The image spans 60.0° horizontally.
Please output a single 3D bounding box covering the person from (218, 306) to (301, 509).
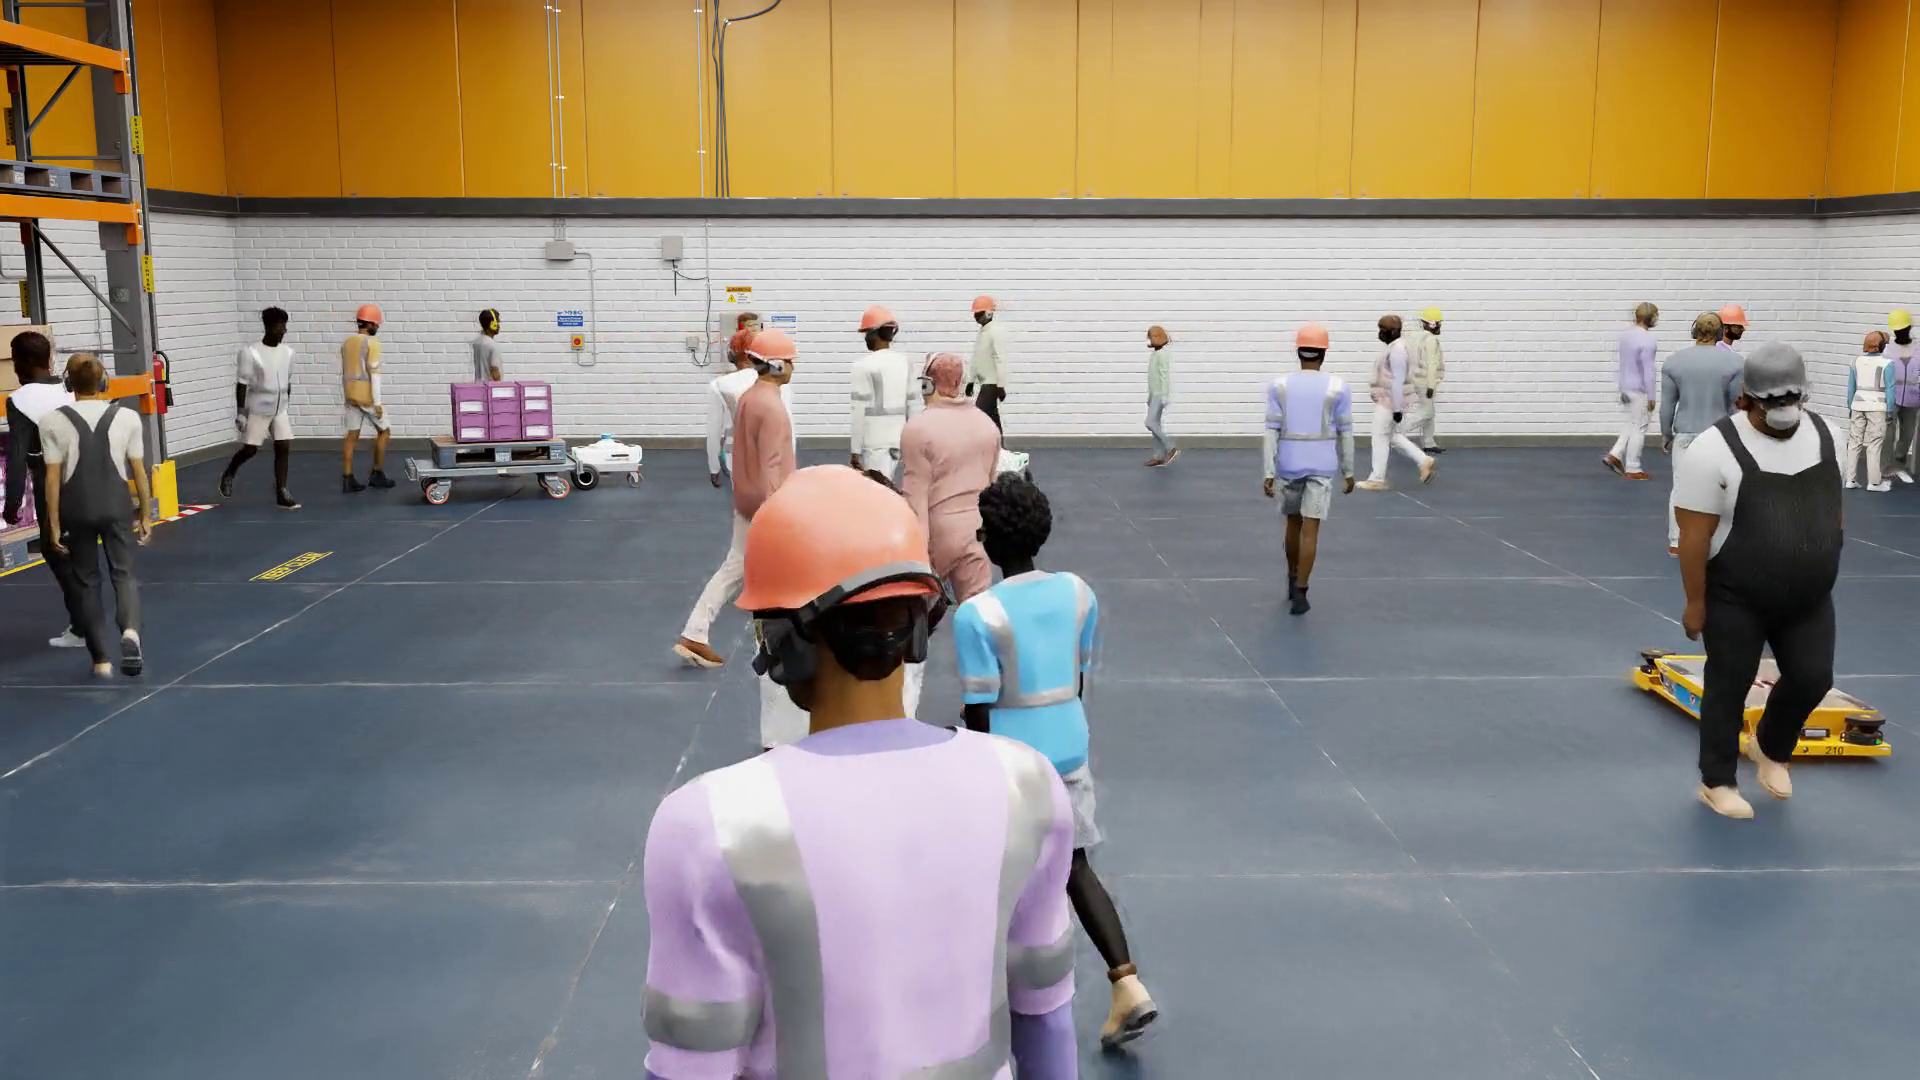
[{"bbox_3d":[-6.665,-1.258,15.783,0.851,1.927,0.632,6,11,30],"label":"person"}]

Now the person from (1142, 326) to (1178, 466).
[{"bbox_3d":[2.237,-1.635,19.004,0.348,1.619,0.535,-1,9,-7],"label":"person"}]

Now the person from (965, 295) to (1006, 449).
[{"bbox_3d":[0.261,-1.764,18.756,0.646,1.971,0.642,-2,10,-14],"label":"person"}]

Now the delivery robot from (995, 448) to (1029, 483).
[{"bbox_3d":[0.317,-0.764,16.656,0.707,0.478,0.477,2,9,15],"label":"delivery robot"}]

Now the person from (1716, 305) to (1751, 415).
[{"bbox_3d":[7.023,-1.192,15.331,0.378,1.938,0.547,6,11,31],"label":"person"}]

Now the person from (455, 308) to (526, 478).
[{"bbox_3d":[-5.102,-1.557,17.888,0.734,1.843,0.527,-9,13,-44],"label":"person"}]

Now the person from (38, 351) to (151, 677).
[{"bbox_3d":[-4.693,-0.113,9.081,0.508,1.828,0.659,-6,11,-34],"label":"person"}]

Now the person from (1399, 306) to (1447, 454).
[{"bbox_3d":[5.608,-1.934,20.262,0.683,1.816,0.601,0,9,1],"label":"person"}]

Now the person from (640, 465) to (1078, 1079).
[{"bbox_3d":[-0.074,0.917,2.176,0.626,2.016,0.698,-6,11,-31],"label":"person"}]

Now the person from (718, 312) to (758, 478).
[{"bbox_3d":[-2.293,-1.521,17.708,0.838,1.820,0.570,4,10,26],"label":"person"}]

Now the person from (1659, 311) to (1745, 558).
[{"bbox_3d":[5.771,-0.804,12.954,0.627,1.940,0.371,6,11,33],"label":"person"}]

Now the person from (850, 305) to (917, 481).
[{"bbox_3d":[-0.509,-0.734,12.354,0.948,2.009,0.622,8,12,41],"label":"person"}]

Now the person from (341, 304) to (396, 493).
[{"bbox_3d":[-6.055,-1.444,16.972,0.696,1.898,0.735,5,11,30],"label":"person"}]

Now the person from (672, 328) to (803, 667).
[{"bbox_3d":[-1.166,-0.232,9.461,1.043,1.947,0.630,-5,10,-27],"label":"person"}]

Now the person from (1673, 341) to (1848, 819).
[{"bbox_3d":[3.247,0.158,6.744,0.720,2.000,0.633,0,9,-3],"label":"person"}]

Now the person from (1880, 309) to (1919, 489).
[{"bbox_3d":[9.754,-1.474,17.313,0.627,1.869,0.857,3,10,16],"label":"person"}]

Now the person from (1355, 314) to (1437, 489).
[{"bbox_3d":[4.472,-1.394,16.969,0.719,1.814,0.643,3,10,17],"label":"person"}]

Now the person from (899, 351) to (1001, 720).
[{"bbox_3d":[-0.103,-0.021,8.416,0.663,1.849,1.008,-8,12,-39],"label":"person"}]

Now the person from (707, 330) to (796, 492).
[{"bbox_3d":[-1.472,-0.531,11.570,0.586,1.838,0.957,-3,10,-18],"label":"person"}]

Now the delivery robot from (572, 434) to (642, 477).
[{"bbox_3d":[-3.660,-0.862,17.251,0.707,0.478,0.477,-2,9,-15],"label":"delivery robot"}]

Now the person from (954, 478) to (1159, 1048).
[{"bbox_3d":[0.238,0.648,4.886,0.530,1.664,0.823,-6,11,-33],"label":"person"}]

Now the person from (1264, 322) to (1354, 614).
[{"bbox_3d":[2.360,-0.497,11.150,0.568,1.904,0.879,4,10,23],"label":"person"}]

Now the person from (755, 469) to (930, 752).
[{"bbox_3d":[-0.192,0.753,3.753,0.570,1.820,0.962,-8,12,-40],"label":"person"}]

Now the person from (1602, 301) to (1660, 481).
[{"bbox_3d":[7.246,-1.577,17.742,0.449,1.920,0.646,0,9,-2],"label":"person"}]

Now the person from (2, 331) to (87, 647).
[{"bbox_3d":[-5.405,-0.284,9.890,0.517,1.896,0.593,1,9,6],"label":"person"}]

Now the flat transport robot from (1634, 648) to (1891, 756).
[{"bbox_3d":[3.949,0.789,8.287,0.652,0.197,1.431,0,9,2],"label":"flat transport robot"}]

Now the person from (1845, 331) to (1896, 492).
[{"bbox_3d":[9.284,-1.309,16.962,0.310,1.642,0.514,-4,10,-24],"label":"person"}]
